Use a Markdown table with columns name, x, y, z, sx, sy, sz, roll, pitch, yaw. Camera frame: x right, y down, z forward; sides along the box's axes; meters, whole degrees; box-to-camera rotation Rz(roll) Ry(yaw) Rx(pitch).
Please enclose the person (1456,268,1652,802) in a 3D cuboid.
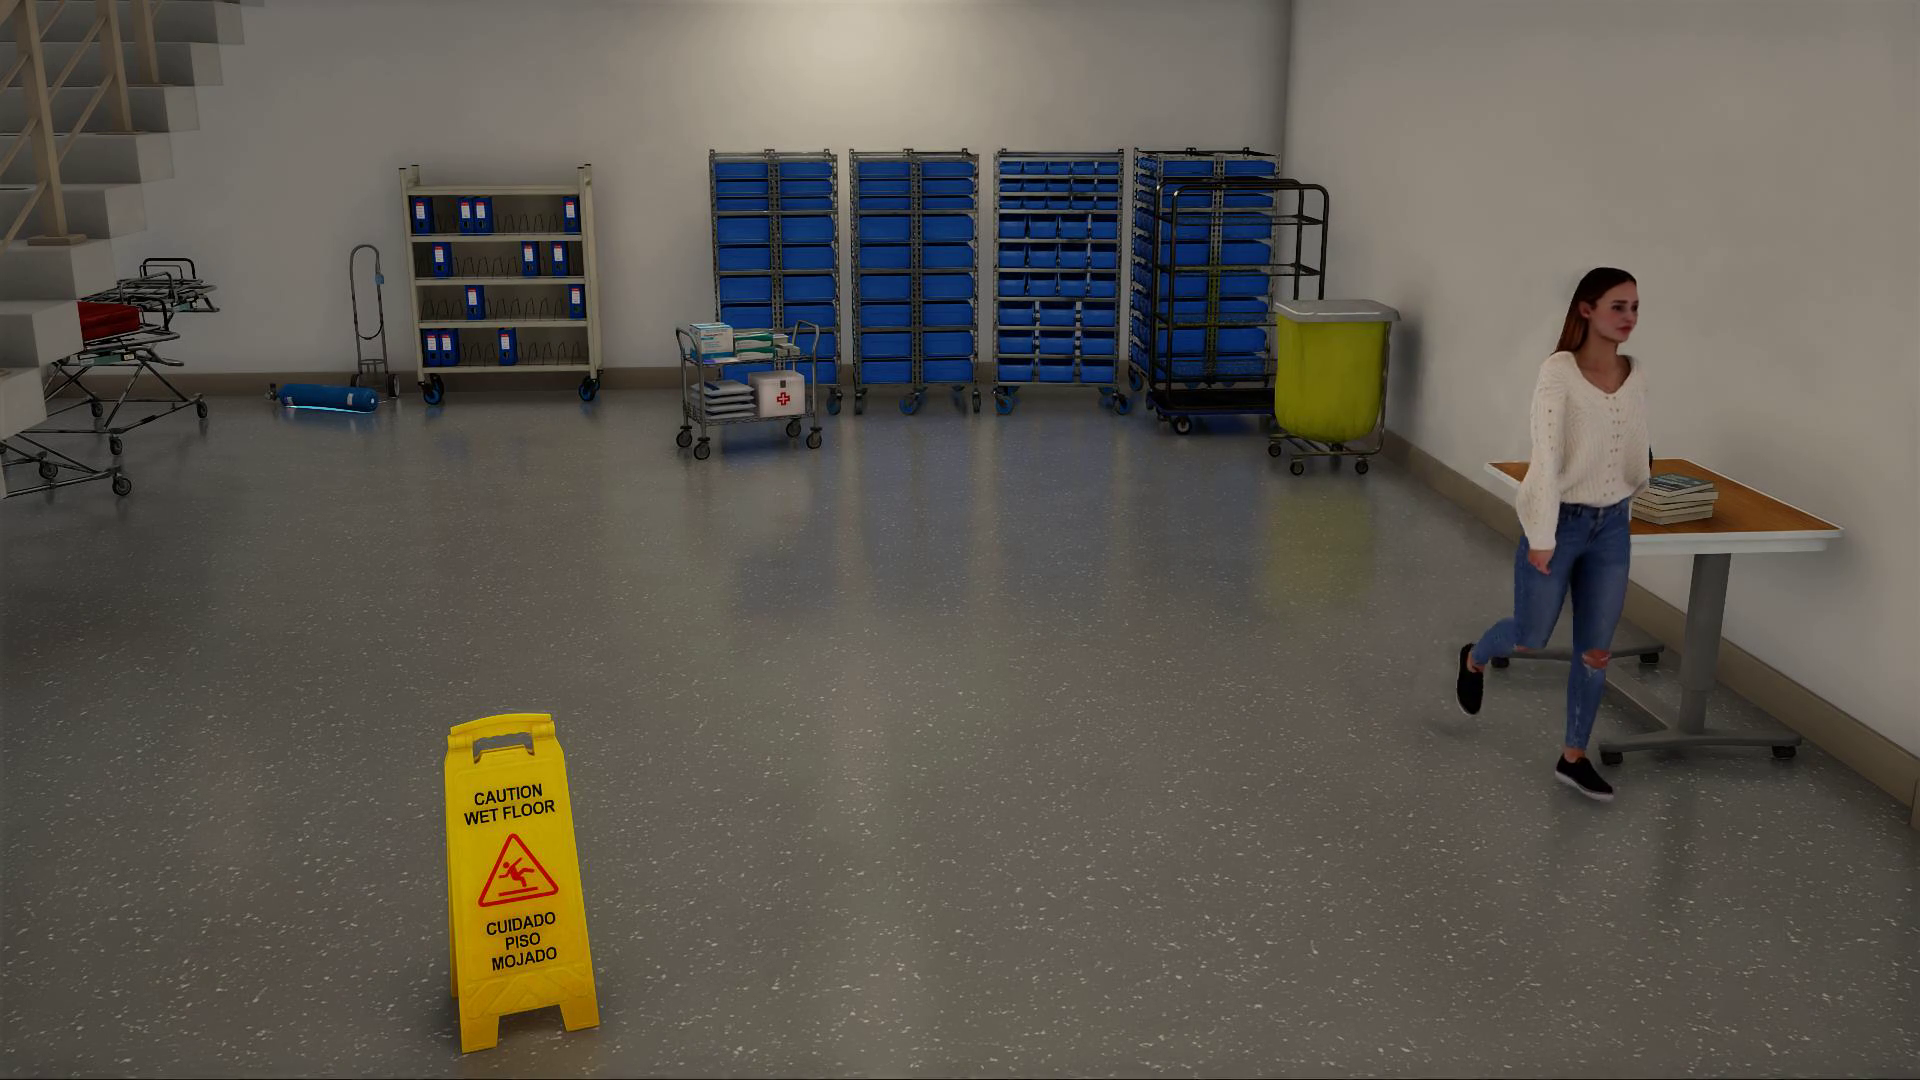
| name | x | y | z | sx | sy | sz | roll | pitch | yaw |
| --- | --- | --- | --- | --- | --- | --- | --- | --- | --- |
| person | 1.924 | -0.031 | 5.379 | 0.713 | 1.672 | 1.009 | -5 | 16 | -16 |
